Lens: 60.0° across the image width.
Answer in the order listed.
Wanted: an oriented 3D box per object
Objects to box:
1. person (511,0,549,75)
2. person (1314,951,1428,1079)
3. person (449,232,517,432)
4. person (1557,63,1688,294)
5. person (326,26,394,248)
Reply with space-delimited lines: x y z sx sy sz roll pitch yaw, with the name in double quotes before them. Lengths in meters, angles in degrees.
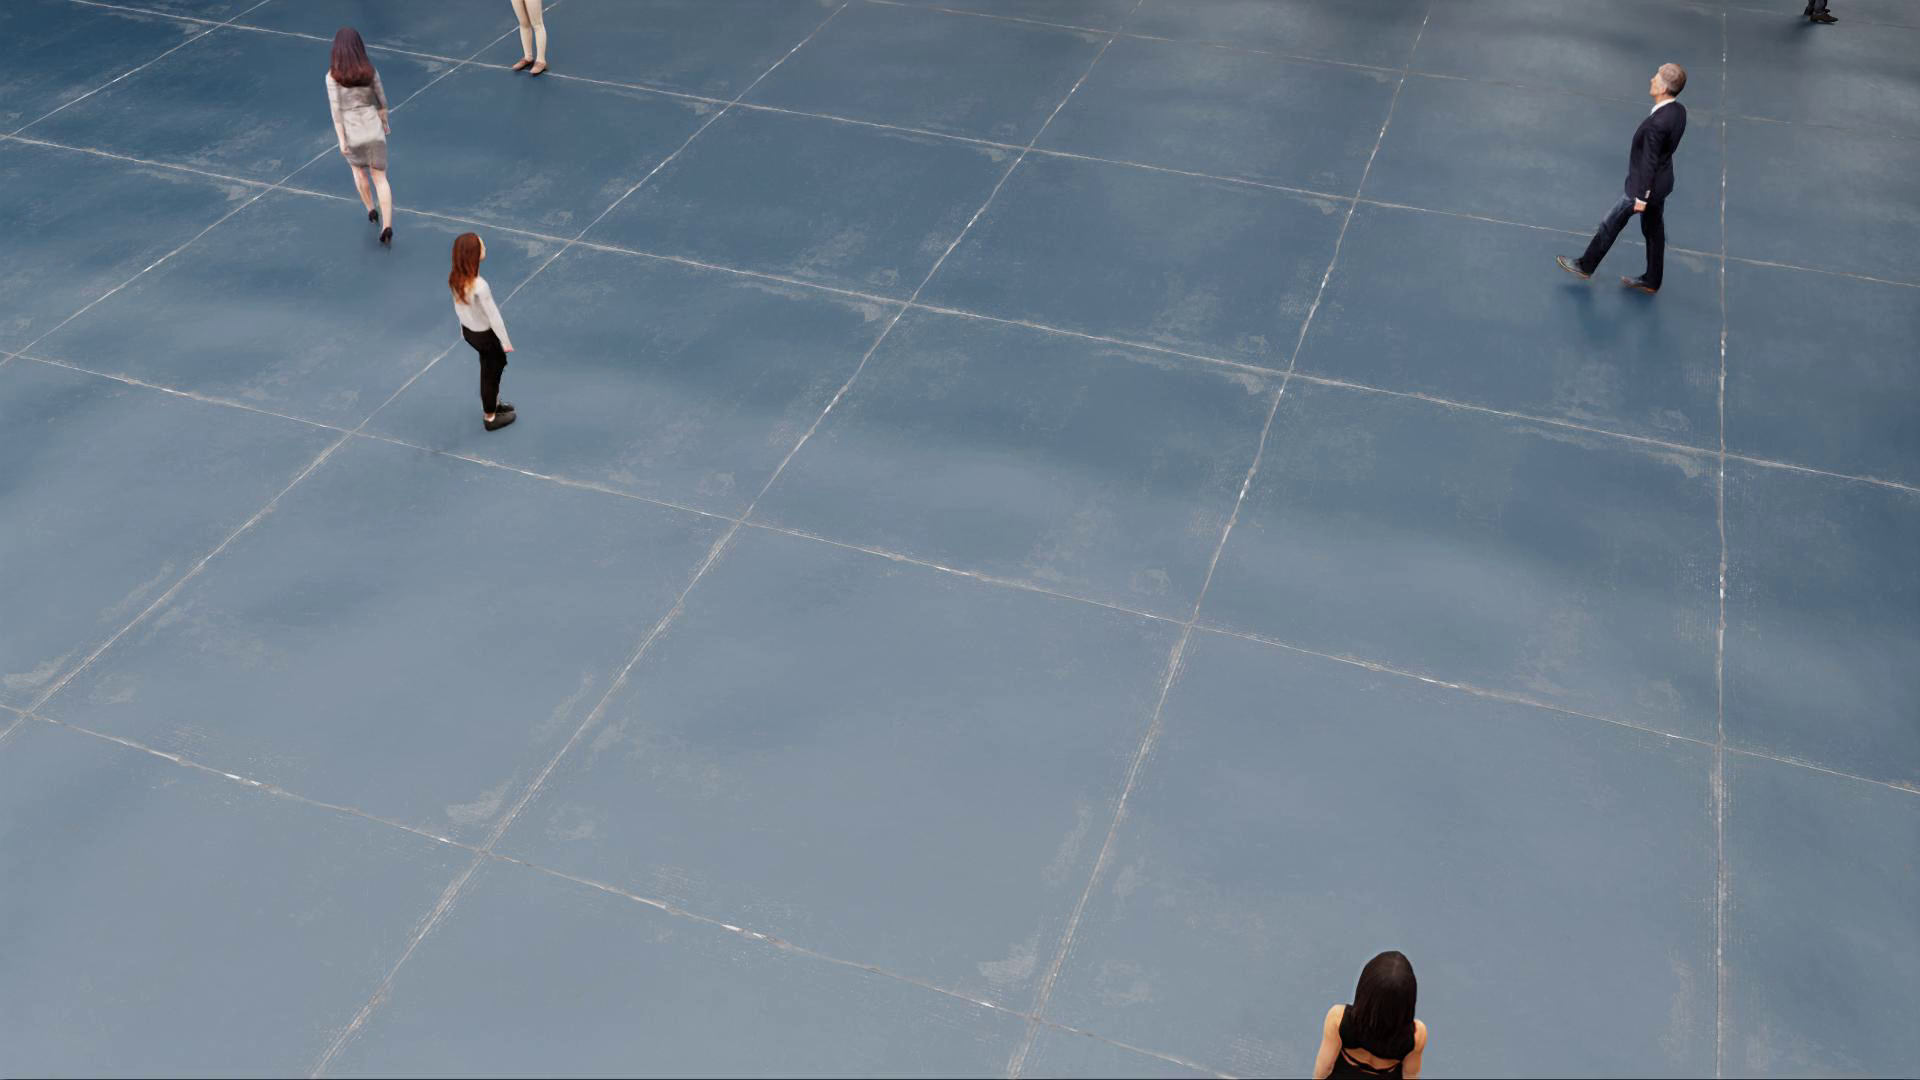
"person" -4.253 -5.436 16.265 0.641 1.653 0.571 13 40 16
"person" 1.572 2.188 6.523 0.578 1.650 0.516 7 39 9
"person" -3.282 -1.362 11.203 0.647 1.474 0.641 -31 48 -34
"person" 5.317 -2.696 12.657 1.012 1.784 1.082 28 46 31
"person" -4.772 -3.171 13.343 0.932 1.687 0.966 -25 45 -29
